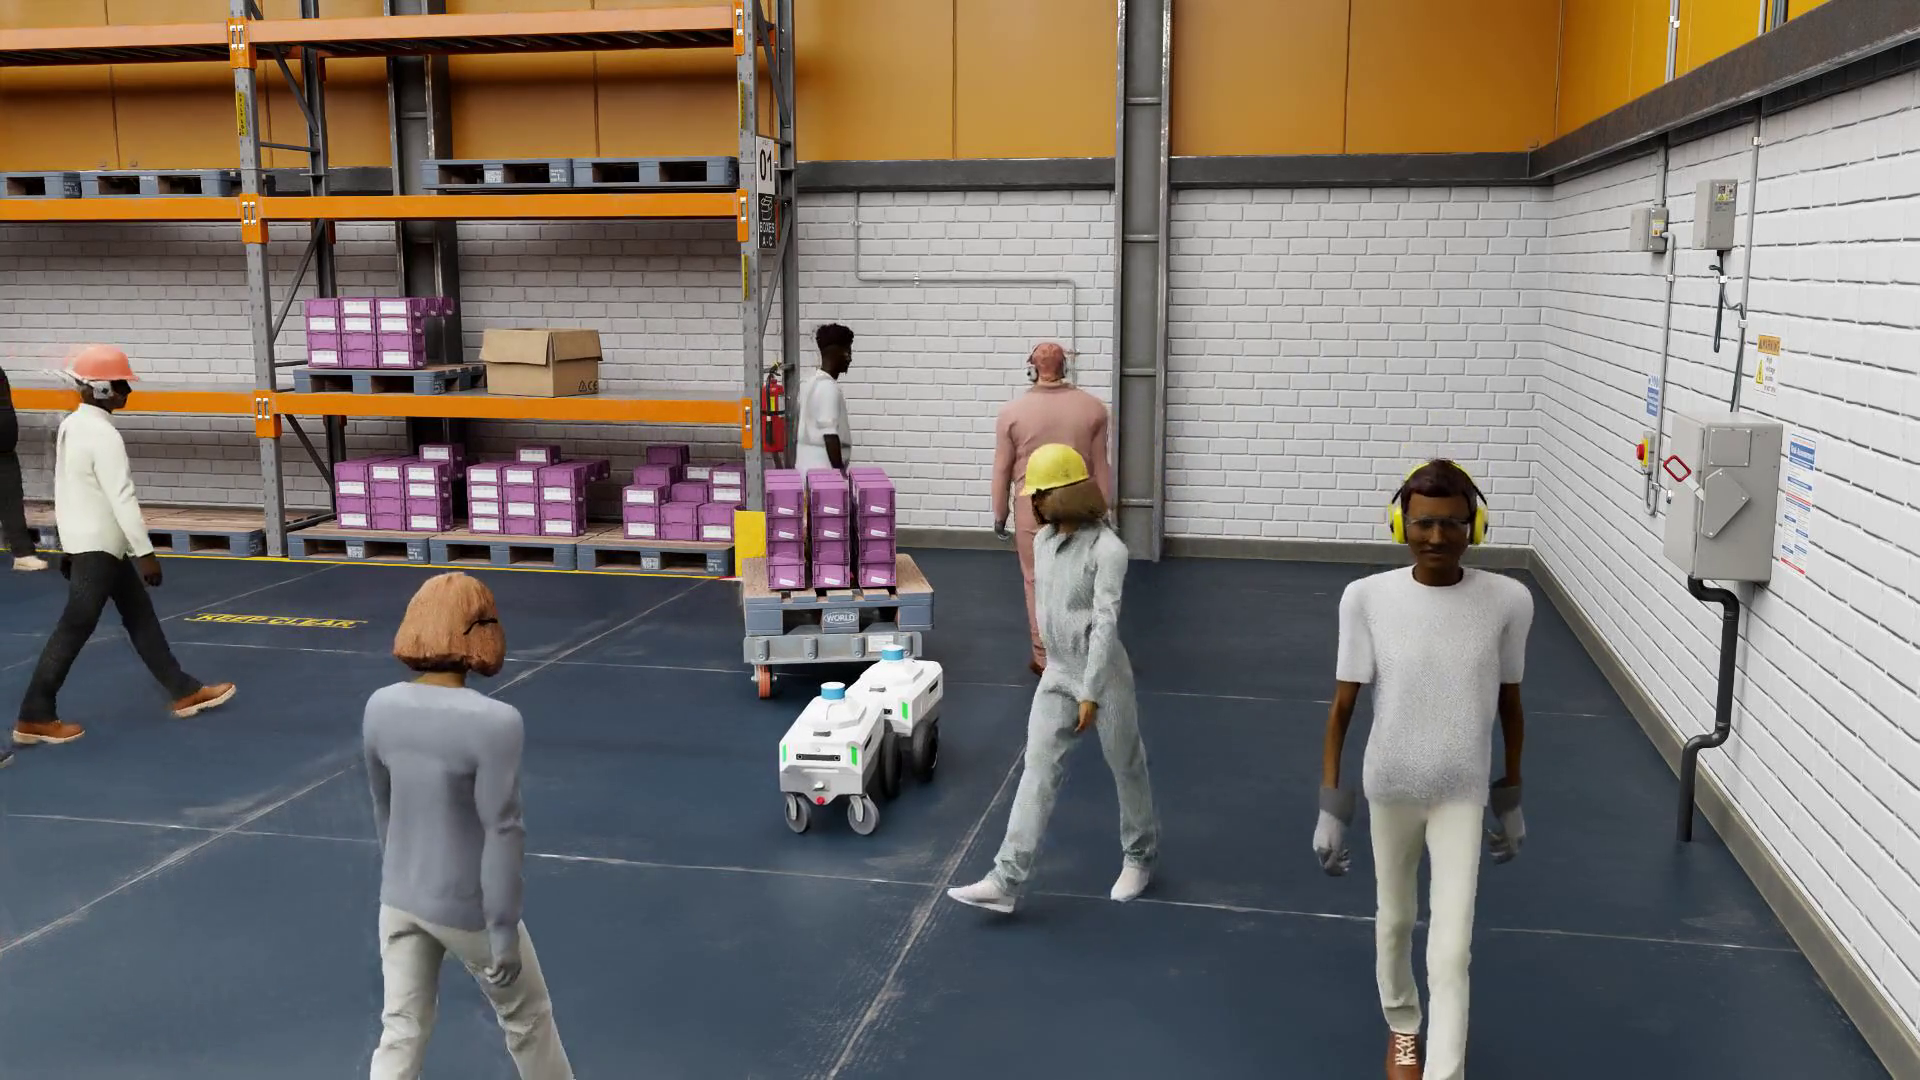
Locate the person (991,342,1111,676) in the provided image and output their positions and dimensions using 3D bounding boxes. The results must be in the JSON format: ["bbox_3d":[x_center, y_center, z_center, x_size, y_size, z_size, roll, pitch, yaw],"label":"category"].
[{"bbox_3d":[0.496,-0.183,9.479,0.667,1.880,0.653,-1,10,-9],"label":"person"}]

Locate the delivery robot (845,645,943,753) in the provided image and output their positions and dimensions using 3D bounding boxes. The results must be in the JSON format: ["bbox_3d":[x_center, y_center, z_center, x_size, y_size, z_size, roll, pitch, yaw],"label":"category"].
[{"bbox_3d":[-0.311,0.730,7.697,0.477,0.478,0.707,2,10,12],"label":"delivery robot"}]

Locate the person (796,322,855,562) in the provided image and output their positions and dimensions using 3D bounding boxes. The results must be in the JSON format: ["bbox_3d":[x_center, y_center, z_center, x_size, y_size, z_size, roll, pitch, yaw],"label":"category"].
[{"bbox_3d":[-0.973,-0.435,10.825,0.643,1.944,0.621,-2,10,-10],"label":"person"}]

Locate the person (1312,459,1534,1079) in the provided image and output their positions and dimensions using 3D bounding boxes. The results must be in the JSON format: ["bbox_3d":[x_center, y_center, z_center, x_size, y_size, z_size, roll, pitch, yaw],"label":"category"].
[{"bbox_3d":[1.214,0.696,4.374,0.549,1.819,0.968,3,10,15],"label":"person"}]

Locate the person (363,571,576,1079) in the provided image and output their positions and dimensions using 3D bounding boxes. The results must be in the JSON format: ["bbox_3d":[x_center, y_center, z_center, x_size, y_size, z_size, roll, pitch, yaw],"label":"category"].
[{"bbox_3d":[-1.165,0.863,4.041,0.520,1.588,0.820,5,11,27],"label":"person"}]

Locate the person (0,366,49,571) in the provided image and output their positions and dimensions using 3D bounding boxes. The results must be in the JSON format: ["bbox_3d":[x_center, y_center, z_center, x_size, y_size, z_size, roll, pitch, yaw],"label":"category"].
[{"bbox_3d":[-7.467,-0.769,12.539,0.974,2.000,0.681,3,10,17],"label":"person"}]

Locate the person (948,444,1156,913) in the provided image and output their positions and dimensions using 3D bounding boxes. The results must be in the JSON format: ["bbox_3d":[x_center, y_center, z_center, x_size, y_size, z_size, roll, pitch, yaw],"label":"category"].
[{"bbox_3d":[0.386,0.507,5.875,0.914,1.680,0.519,-8,13,-41],"label":"person"}]

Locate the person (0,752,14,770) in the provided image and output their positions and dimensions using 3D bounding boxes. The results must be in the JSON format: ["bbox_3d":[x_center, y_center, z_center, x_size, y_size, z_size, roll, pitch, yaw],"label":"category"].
[{"bbox_3d":[-4.741,0.246,7.212,0.940,1.788,0.591,-8,13,-41],"label":"person"}]

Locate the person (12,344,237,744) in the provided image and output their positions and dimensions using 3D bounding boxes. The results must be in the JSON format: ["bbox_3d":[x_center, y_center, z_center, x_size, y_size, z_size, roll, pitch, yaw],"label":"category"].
[{"bbox_3d":[-4.191,0.012,8.169,1.070,1.935,0.638,-8,12,-39],"label":"person"}]

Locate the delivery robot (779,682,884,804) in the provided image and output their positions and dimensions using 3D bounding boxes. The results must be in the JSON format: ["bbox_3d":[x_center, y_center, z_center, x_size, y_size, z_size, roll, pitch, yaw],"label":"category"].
[{"bbox_3d":[-0.532,0.844,7.007,0.477,0.478,0.707,1,9,6],"label":"delivery robot"}]
